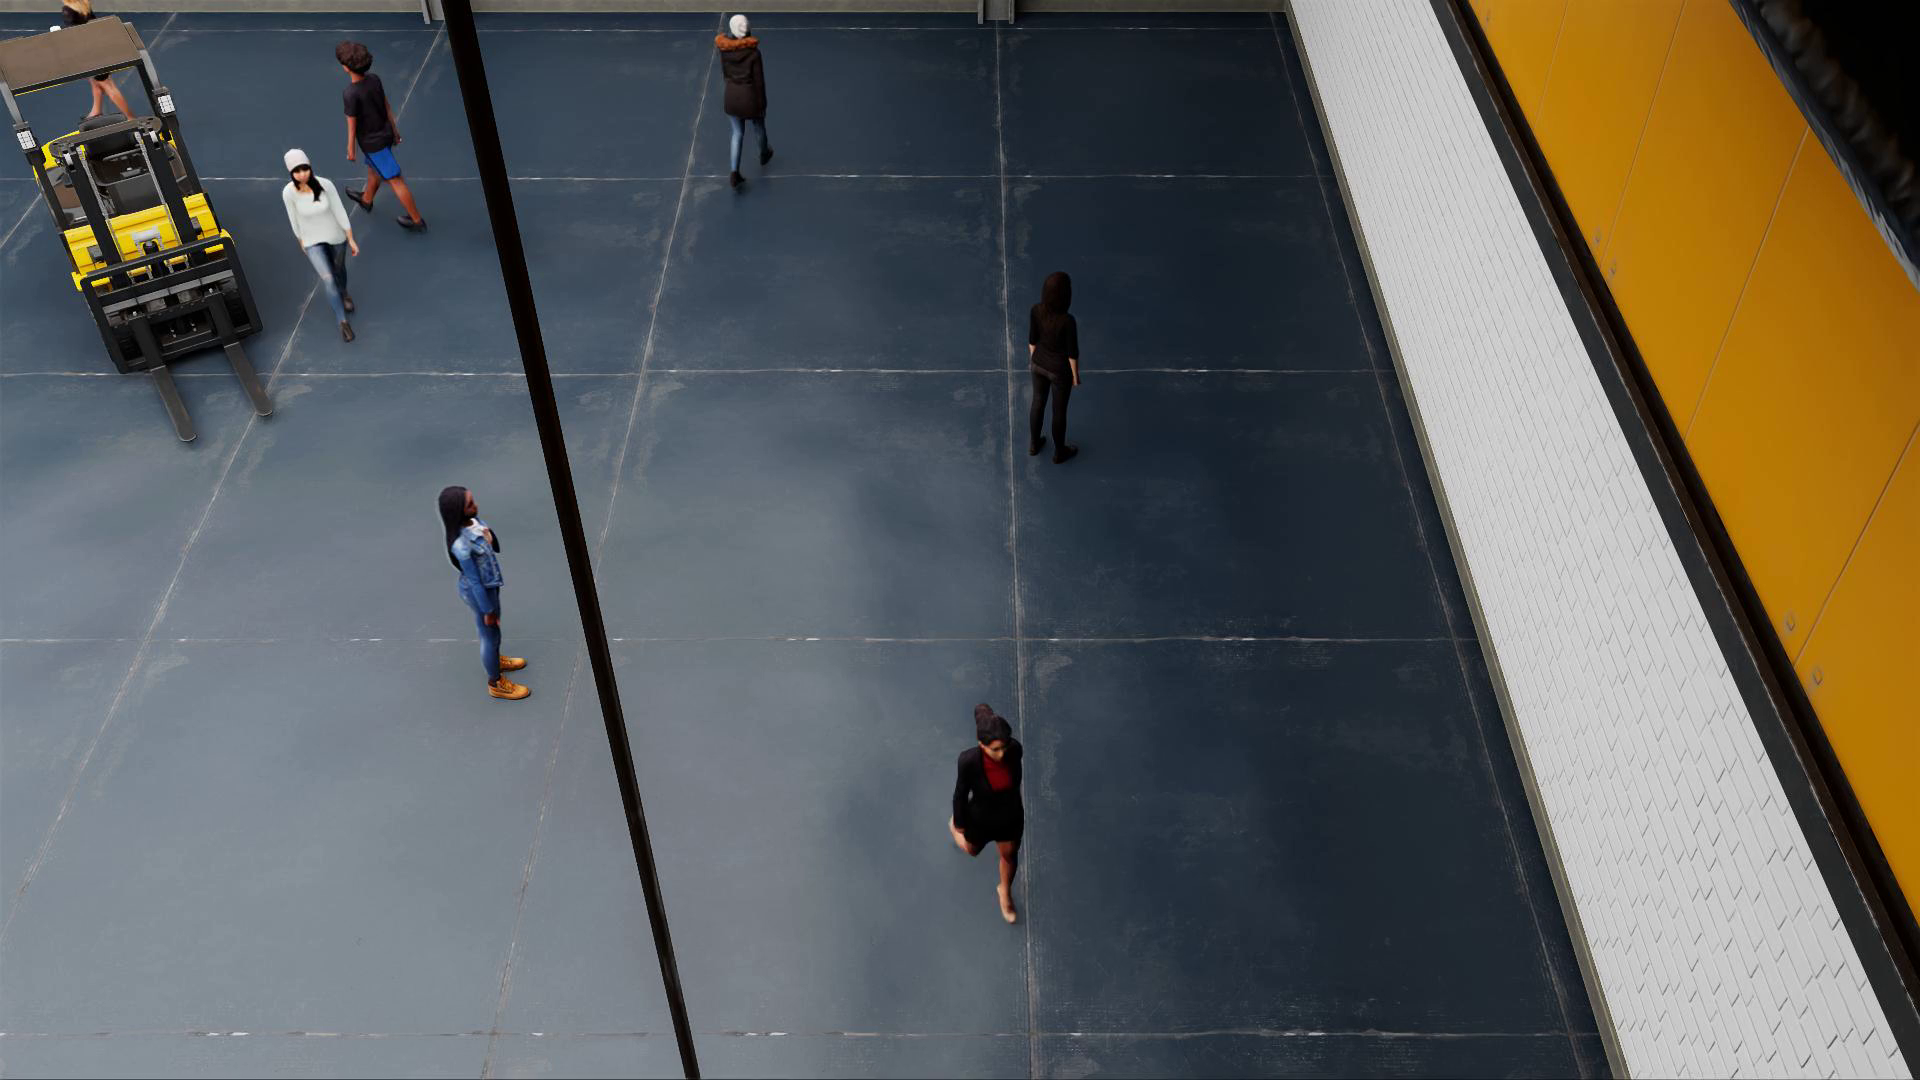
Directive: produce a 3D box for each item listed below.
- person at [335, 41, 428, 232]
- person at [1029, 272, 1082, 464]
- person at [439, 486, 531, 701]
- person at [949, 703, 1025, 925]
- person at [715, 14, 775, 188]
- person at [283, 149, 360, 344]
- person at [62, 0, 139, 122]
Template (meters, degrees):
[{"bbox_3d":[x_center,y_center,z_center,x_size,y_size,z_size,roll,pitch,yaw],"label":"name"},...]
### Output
[{"bbox_3d":[-5.020,-3.468,14.516,1.168,1.760,0.880,14,45,14],"label":"person"},{"bbox_3d":[0.680,-1.274,12.298,0.612,1.642,0.713,25,49,24],"label":"person"},{"bbox_3d":[-3.047,0.314,10.581,0.602,1.712,0.661,-10,44,-10],"label":"person"},{"bbox_3d":[0.142,1.508,9.396,0.949,1.618,0.850,-16,46,-16],"label":"person"},{"bbox_3d":[-2.003,-3.988,15.178,1.024,1.599,0.840,11,45,11],"label":"person"},{"bbox_3d":[-5.203,-2.489,13.603,1.094,1.601,0.964,-19,47,-19],"label":"person"},{"bbox_3d":[-8.160,-4.607,15.787,0.829,1.657,0.599,-1,44,-1],"label":"person"}]
